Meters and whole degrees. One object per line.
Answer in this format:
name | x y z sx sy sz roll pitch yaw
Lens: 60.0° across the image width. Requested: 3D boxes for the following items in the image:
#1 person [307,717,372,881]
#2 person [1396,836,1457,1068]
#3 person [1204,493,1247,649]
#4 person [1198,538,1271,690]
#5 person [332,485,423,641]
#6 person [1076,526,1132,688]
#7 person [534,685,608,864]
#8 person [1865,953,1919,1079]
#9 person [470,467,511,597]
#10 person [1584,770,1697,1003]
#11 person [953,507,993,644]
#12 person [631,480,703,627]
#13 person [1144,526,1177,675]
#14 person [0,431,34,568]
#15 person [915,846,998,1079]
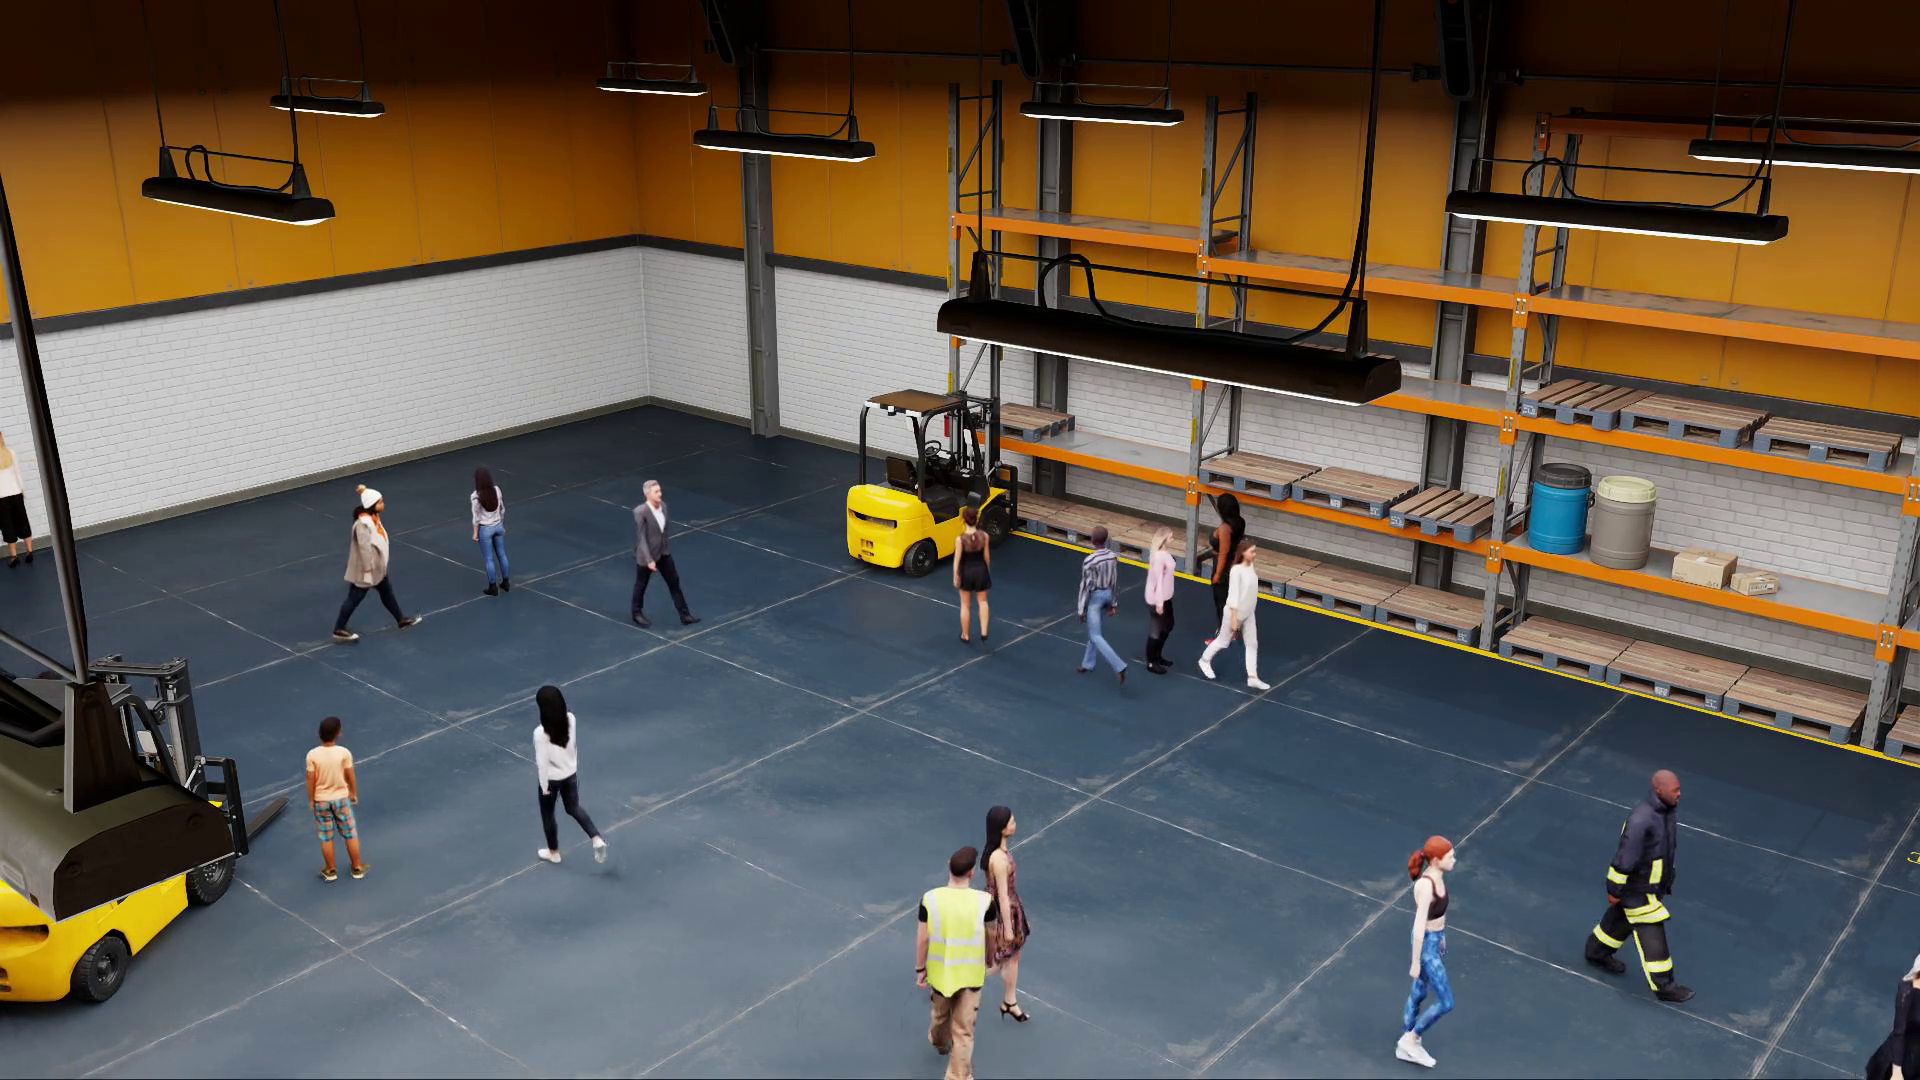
person | -5.319 2.191 14.072 0.656 1.454 0.675 -10 21 -28
person | 3.165 2.857 11.586 0.720 1.778 0.673 9 20 24
person | 3.064 0.329 19.036 0.631 1.814 0.681 13 22 33
person | 2.931 0.782 17.944 1.091 1.653 0.620 15 24 38
person | -6.917 0.294 19.130 1.279 1.821 1.223 -2 19 -5
person | 1.553 0.740 17.882 0.736 1.772 1.092 -16 25 -40
person | -3.358 2.034 14.176 0.974 1.685 0.659 12 22 32
person | 5.936 3.273 10.480 1.115 1.696 1.197 -2 19 -7
person | -5.830 -0.119 20.656 0.509 1.630 0.608 14 23 35
person | 5.056 2.528 12.567 0.830 1.776 1.190 -16 24 -39
person | 0.162 0.427 18.970 0.768 1.671 0.830 -5 19 -14
person | -3.669 0.171 19.521 1.195 1.804 0.783 12 22 32
person | 2.143 0.636 18.336 0.692 1.678 0.712 7 20 20
person | -12.359 -0.547 21.569 0.517 1.858 0.606 14 23 36
person | -0.024 2.977 11.218 1.215 1.785 1.228 -1 19 -2
